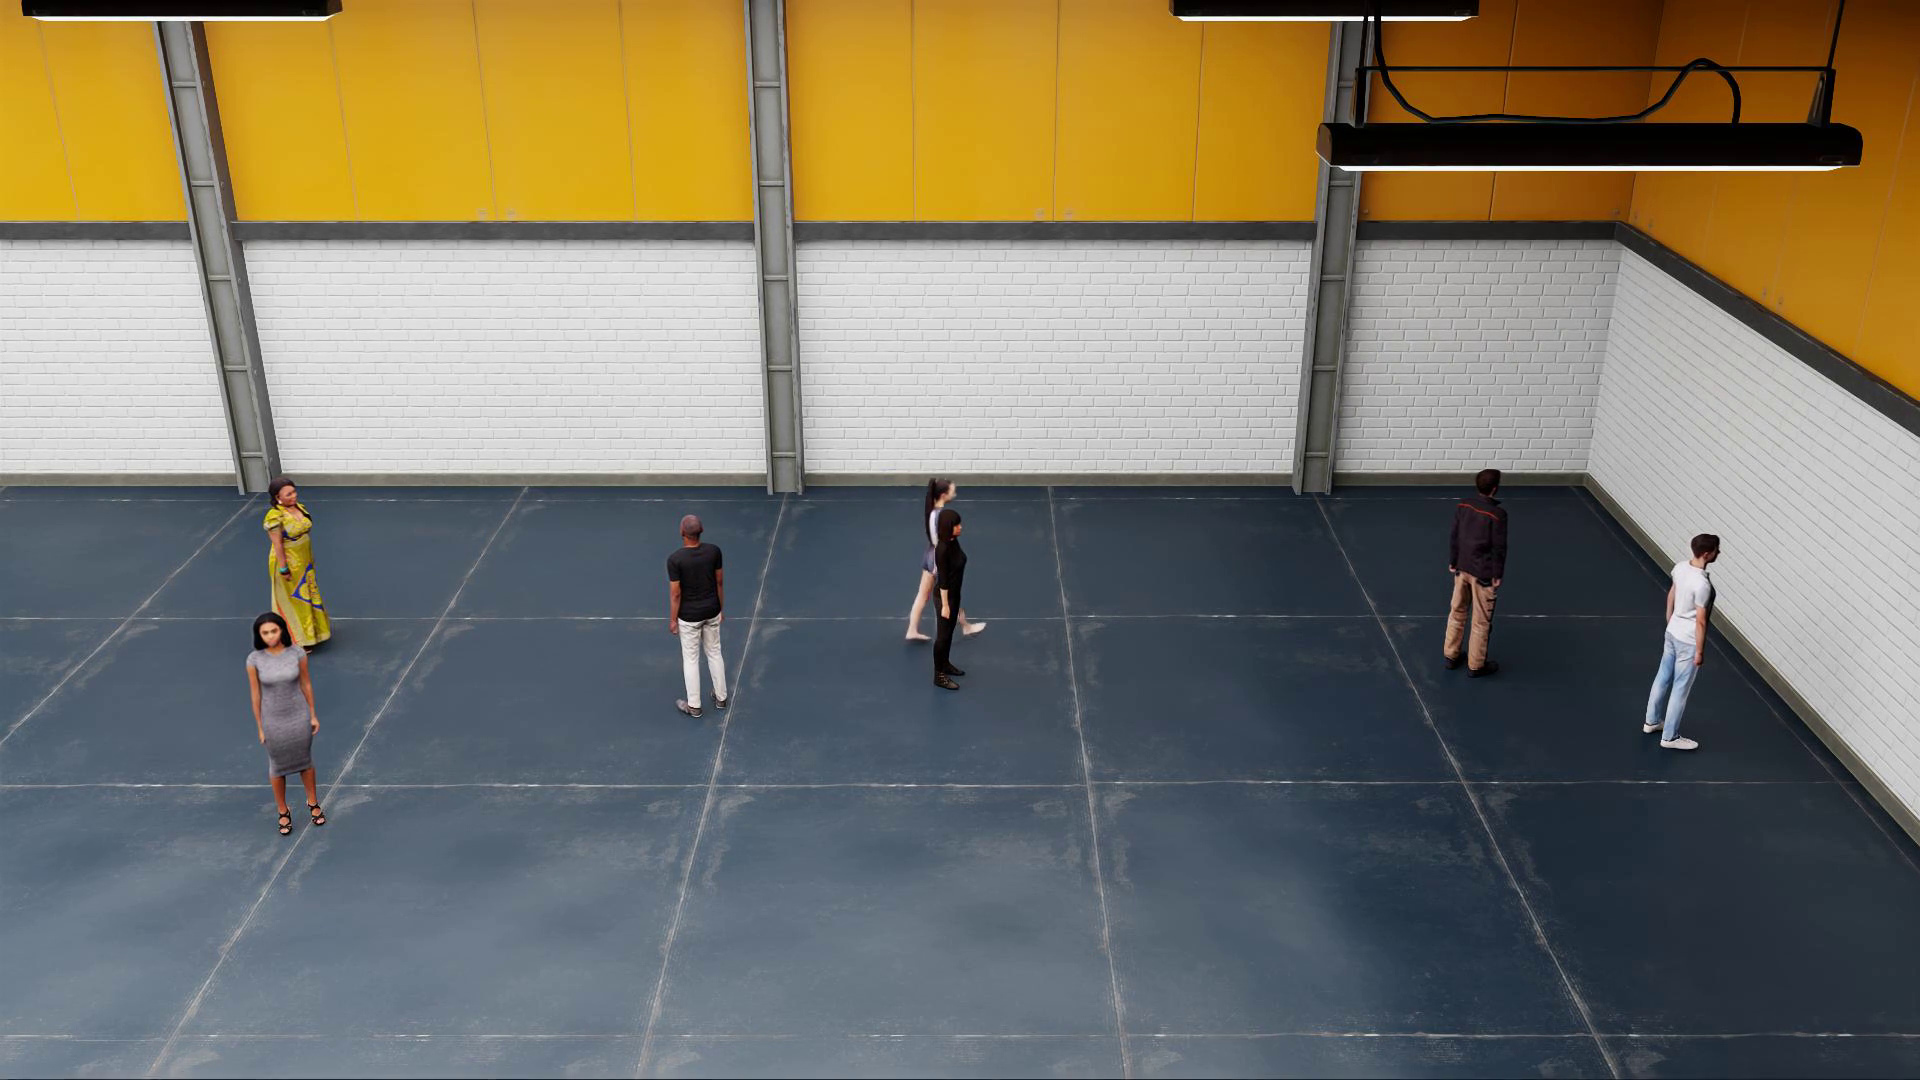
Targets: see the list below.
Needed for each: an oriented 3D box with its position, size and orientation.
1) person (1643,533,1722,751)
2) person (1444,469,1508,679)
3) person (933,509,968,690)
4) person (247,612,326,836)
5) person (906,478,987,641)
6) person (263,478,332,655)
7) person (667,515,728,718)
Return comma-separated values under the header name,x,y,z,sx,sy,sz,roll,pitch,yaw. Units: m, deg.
name,x,y,z,sx,sy,sz,roll,pitch,yaw
person,5.903,0.799,13.553,0.565,1.851,0.679,-2,24,-5
person,4.548,0.276,14.658,0.827,1.925,0.792,-18,29,-35
person,-0.115,0.487,14.528,0.577,1.641,0.634,6,24,13
person,-5.016,1.350,12.380,0.605,1.781,0.719,-12,26,-25
person,-0.277,0.220,15.177,1.072,1.611,0.808,-8,25,-17
person,-6.073,0.205,15.151,0.815,1.660,0.887,3,24,7
person,-2.200,0.630,13.998,0.729,1.805,0.820,-16,28,-32
